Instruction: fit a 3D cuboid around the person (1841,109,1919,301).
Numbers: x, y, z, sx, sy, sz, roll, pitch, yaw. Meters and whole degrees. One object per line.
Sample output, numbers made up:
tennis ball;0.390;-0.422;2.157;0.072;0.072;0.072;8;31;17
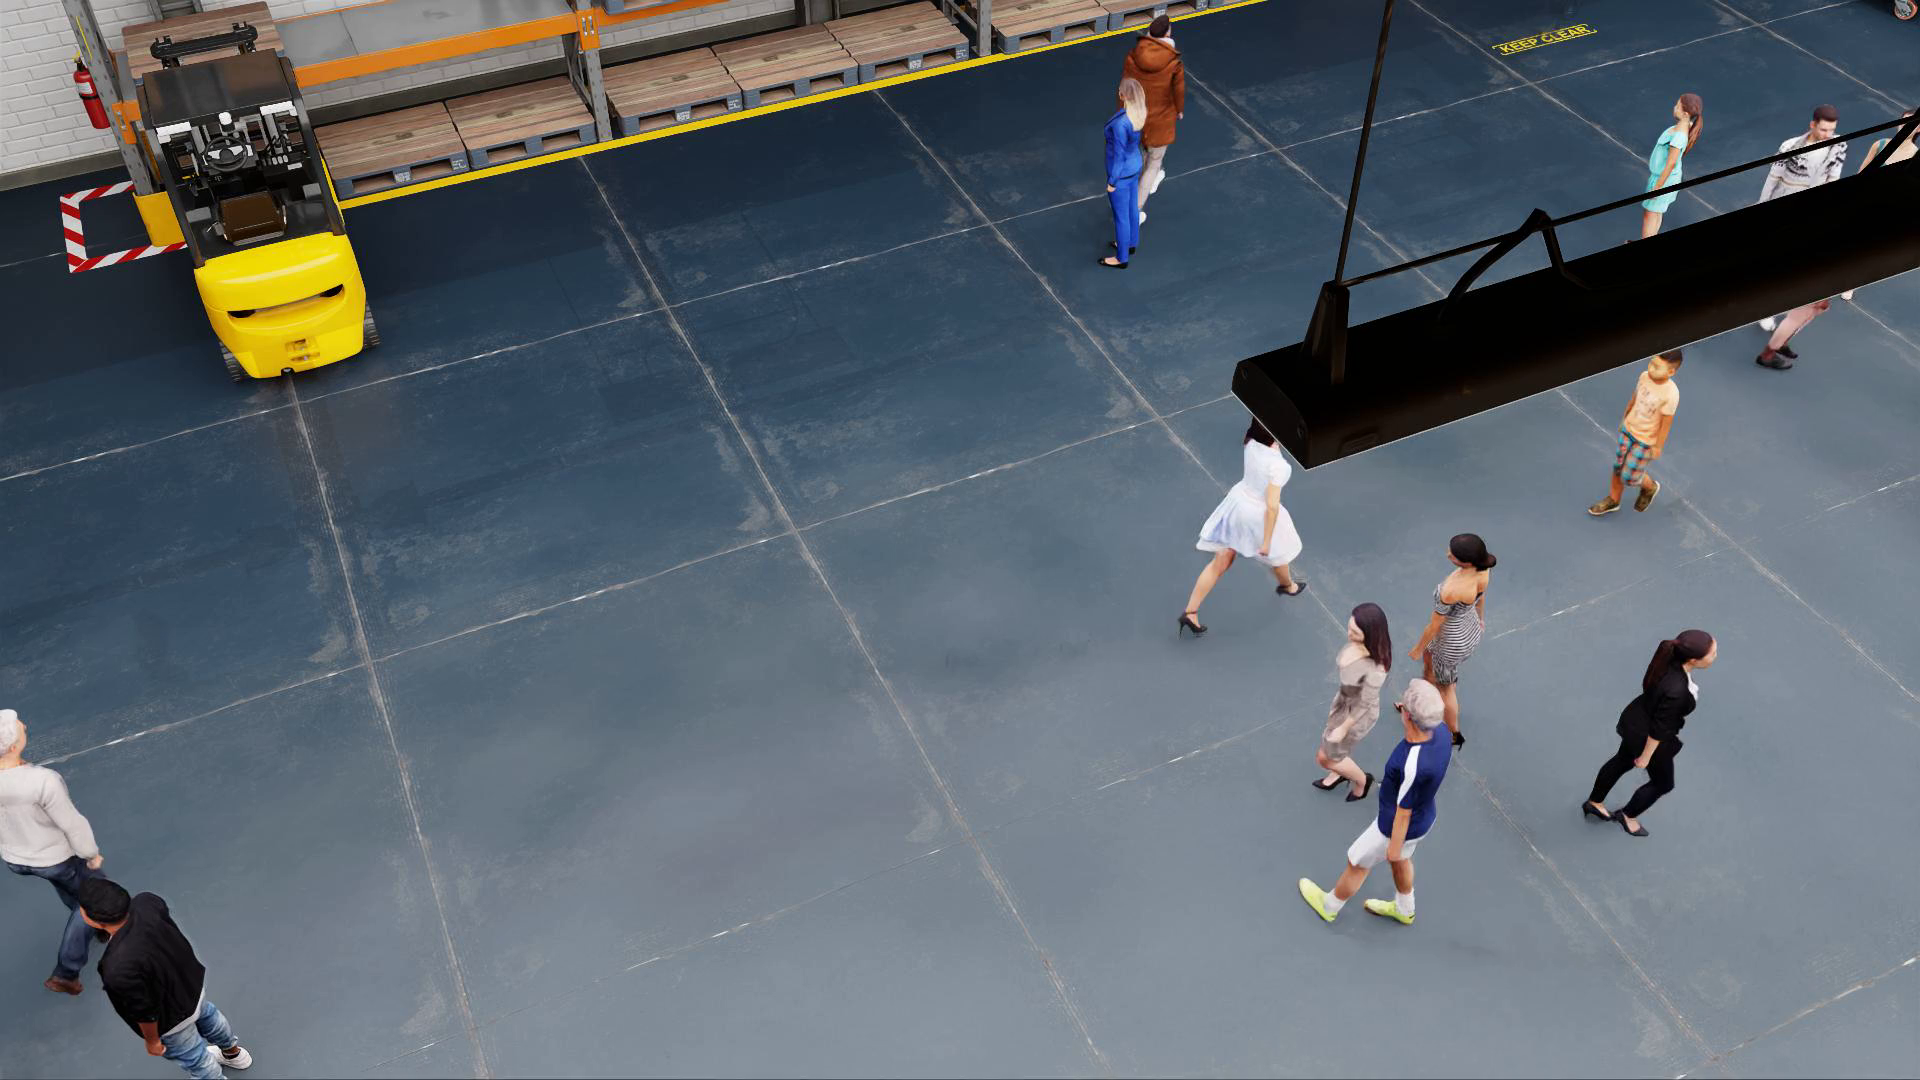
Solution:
person;7.387;-2.710;13.455;0.627;1.686;0.648;24;48;23

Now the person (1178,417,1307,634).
person;1.780;-0.062;10.638;1.224;1.738;0.635;-18;47;-18

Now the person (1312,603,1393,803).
person;2.323;0.990;9.541;0.784;1.727;0.728;1;44;1

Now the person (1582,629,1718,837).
person;3.828;1.099;9.487;0.785;1.646;0.740;7;44;8

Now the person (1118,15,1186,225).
person;1.619;-3.545;14.254;1.055;1.792;1.247;25;49;24

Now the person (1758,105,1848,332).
person;6.644;-2.722;13.357;1.219;1.838;0.981;-5;44;-5

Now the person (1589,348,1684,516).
person;4.798;-0.749;11.564;0.682;1.454;0.544;-16;46;-16

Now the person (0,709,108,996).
person;-4.810;1.682;8.701;1.126;1.883;1.134;6;44;6

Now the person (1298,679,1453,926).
person;2.455;1.515;8.942;1.024;1.794;0.992;20;47;20

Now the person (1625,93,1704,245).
person;5.868;-3.011;13.863;0.702;1.558;0.618;24;49;23

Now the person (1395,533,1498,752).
person;2.988;0.667;9.831;0.808;1.796;0.869;-33;53;-30

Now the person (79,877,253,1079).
person;-3.897;2.237;8.172;0.737;1.811;0.775;-2;44;-2

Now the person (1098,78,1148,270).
person;1.378;-3.053;13.805;0.761;1.699;0.676;19;47;19
